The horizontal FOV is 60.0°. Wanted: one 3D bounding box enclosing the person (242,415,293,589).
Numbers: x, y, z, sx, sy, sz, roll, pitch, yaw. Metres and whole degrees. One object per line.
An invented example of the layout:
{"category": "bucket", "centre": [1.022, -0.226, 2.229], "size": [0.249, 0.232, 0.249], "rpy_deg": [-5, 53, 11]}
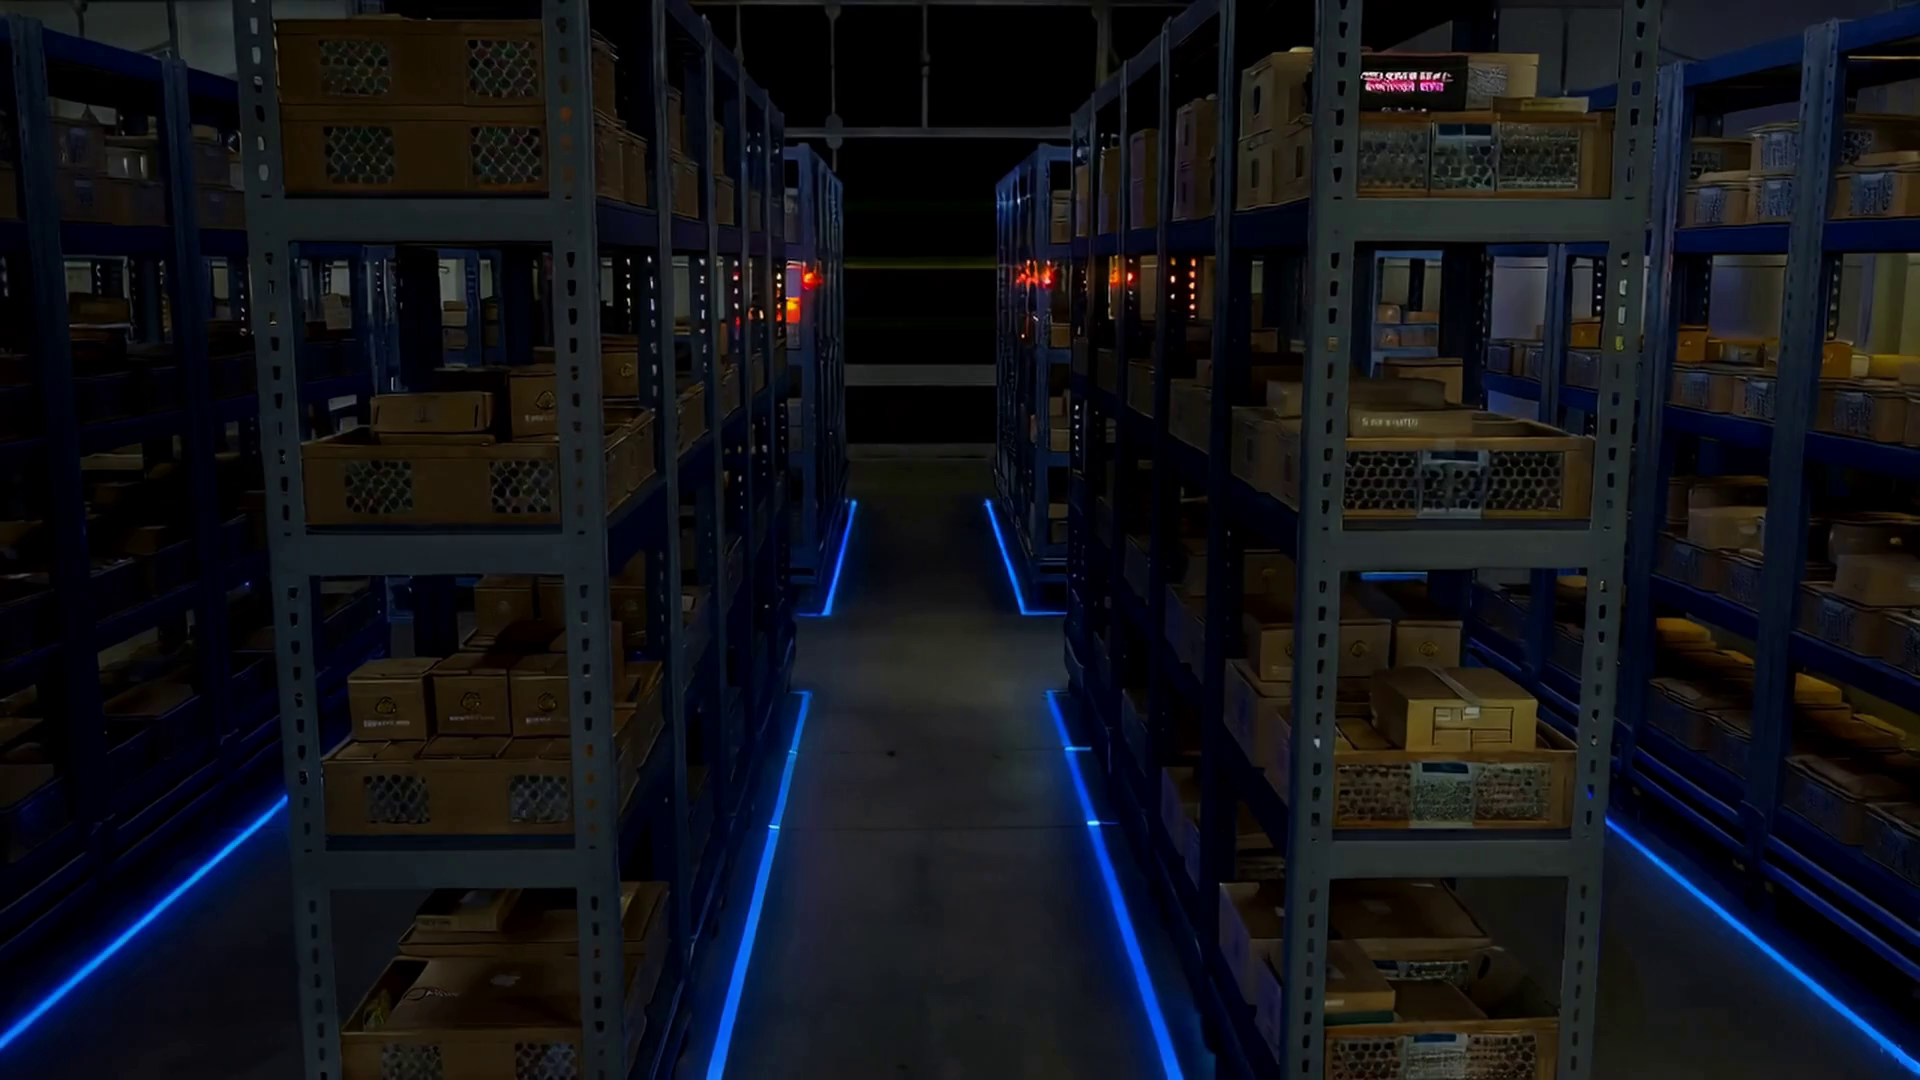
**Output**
{"category": "person", "centre": [-4.990, -0.214, 12.154], "size": [0.690, 1.827, 0.566], "rpy_deg": [0, 9, -1]}
